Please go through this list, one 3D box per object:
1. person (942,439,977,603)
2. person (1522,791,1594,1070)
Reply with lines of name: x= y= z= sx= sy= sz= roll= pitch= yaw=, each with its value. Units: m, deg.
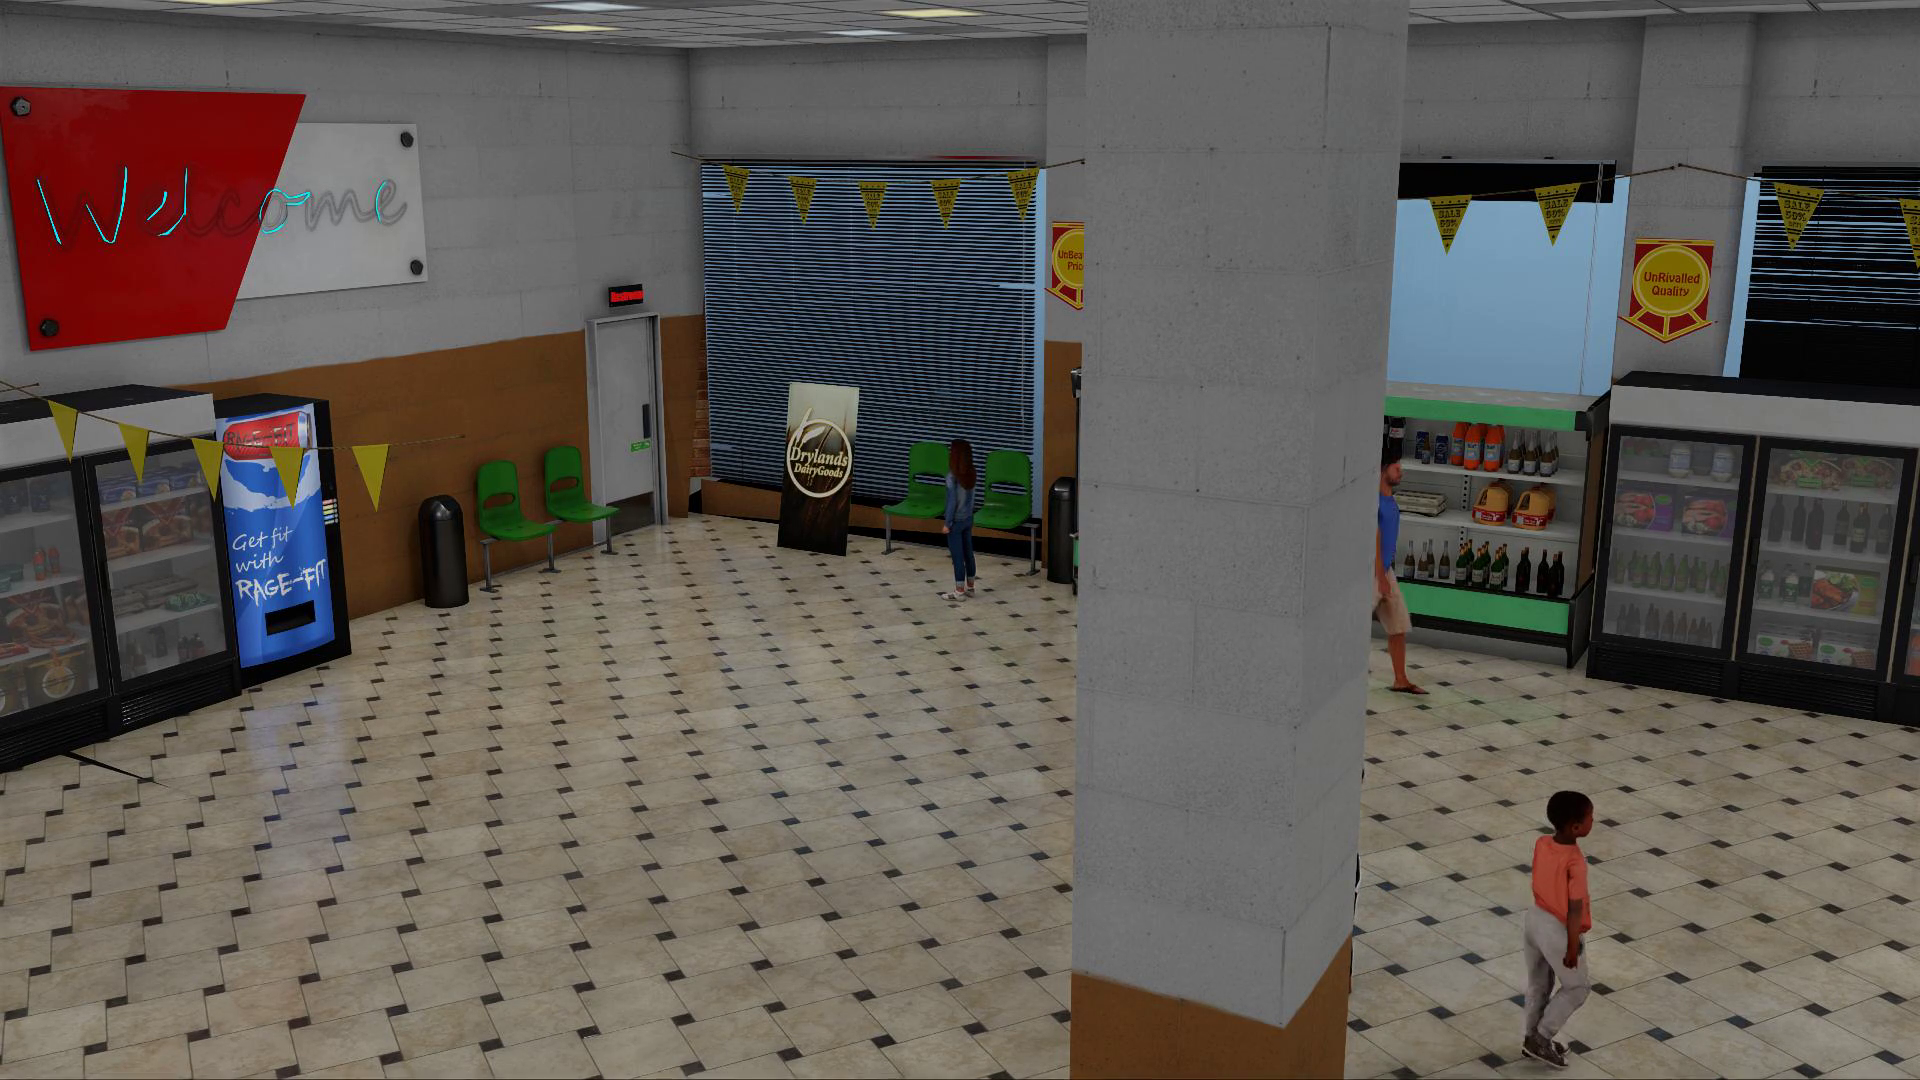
person: x=0.002 y=-0.186 z=15.036 sx=0.506 sy=1.475 sz=0.583 roll=9 pitch=16 yaw=33
person: x=2.606 y=1.747 z=7.438 sx=0.652 sy=1.301 sz=0.590 roll=-4 pitch=14 yaw=-16
